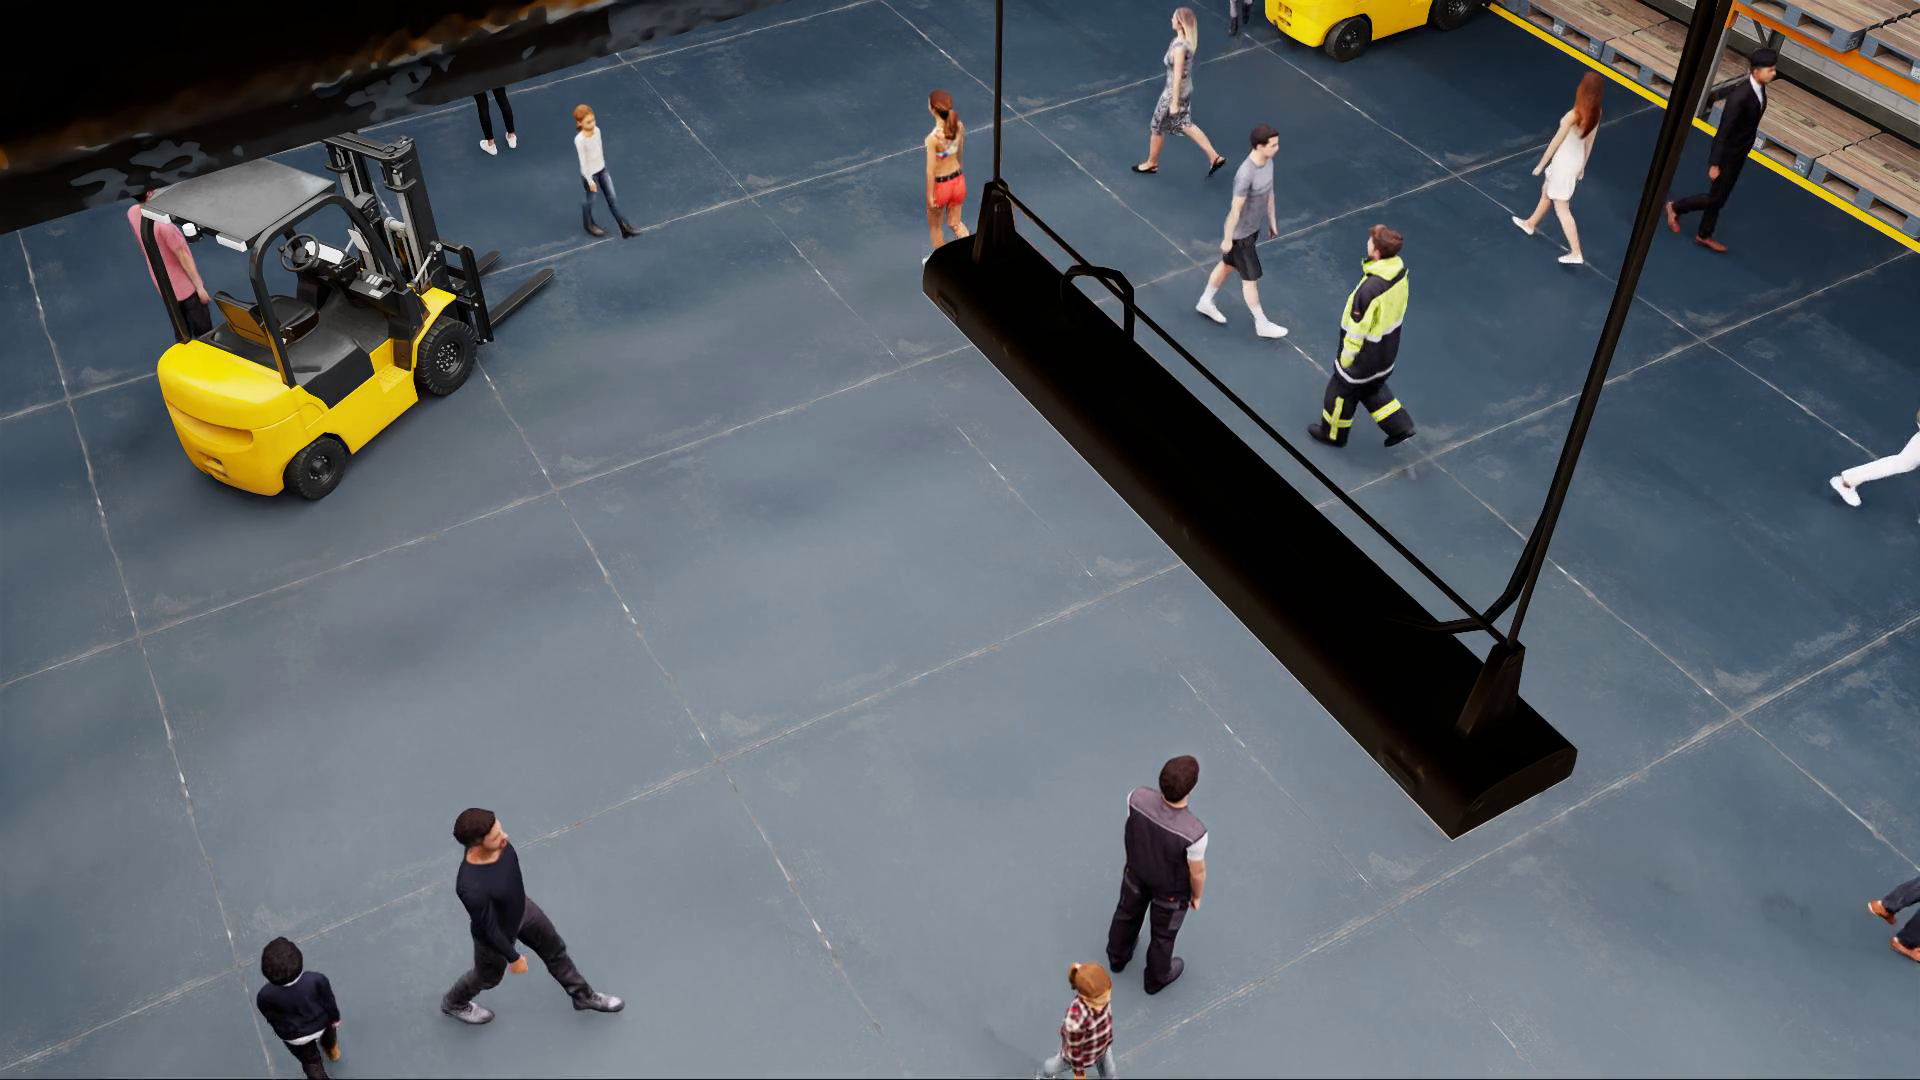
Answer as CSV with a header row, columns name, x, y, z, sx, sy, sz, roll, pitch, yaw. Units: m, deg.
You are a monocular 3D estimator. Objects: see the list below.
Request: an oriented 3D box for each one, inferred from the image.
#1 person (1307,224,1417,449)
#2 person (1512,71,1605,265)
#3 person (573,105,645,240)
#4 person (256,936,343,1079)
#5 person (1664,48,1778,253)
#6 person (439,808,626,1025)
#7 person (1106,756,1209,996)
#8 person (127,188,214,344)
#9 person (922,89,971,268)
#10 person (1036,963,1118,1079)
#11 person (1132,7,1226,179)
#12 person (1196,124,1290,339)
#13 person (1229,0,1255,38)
name,x,y,z,sx,sy,sz,roll,pitch,yaw
person,3.062,-1.400,12.185,1.161,1.959,0.994,30,51,28
person,5.240,-3.140,14.215,0.573,1.676,1.130,-22,48,-22
person,-3.266,-3.223,14.581,0.913,1.293,0.739,21,47,20
person,-3.386,2.522,8.610,0.504,1.211,0.828,-23,48,-22
person,6.545,-3.377,14.321,0.969,1.874,0.853,34,53,30
person,-2.490,2.025,8.690,1.173,1.820,1.262,2,44,2
person,1.055,1.794,8.914,0.650,1.846,0.787,28,50,26
person,-6.021,-1.961,12.774,0.654,1.957,0.774,21,48,21
person,-0.054,-2.905,13.898,0.678,1.773,0.983,-31,52,-28
person,0.582,2.538,8.549,0.958,1.271,0.757,27,50,26
person,2.067,-4.015,15.134,1.149,1.676,1.003,16,46,16
person,2.208,-2.553,13.480,1.213,1.841,1.005,26,49,24
person,3.002,-5.962,17.472,0.673,1.270,0.740,9,44,9
